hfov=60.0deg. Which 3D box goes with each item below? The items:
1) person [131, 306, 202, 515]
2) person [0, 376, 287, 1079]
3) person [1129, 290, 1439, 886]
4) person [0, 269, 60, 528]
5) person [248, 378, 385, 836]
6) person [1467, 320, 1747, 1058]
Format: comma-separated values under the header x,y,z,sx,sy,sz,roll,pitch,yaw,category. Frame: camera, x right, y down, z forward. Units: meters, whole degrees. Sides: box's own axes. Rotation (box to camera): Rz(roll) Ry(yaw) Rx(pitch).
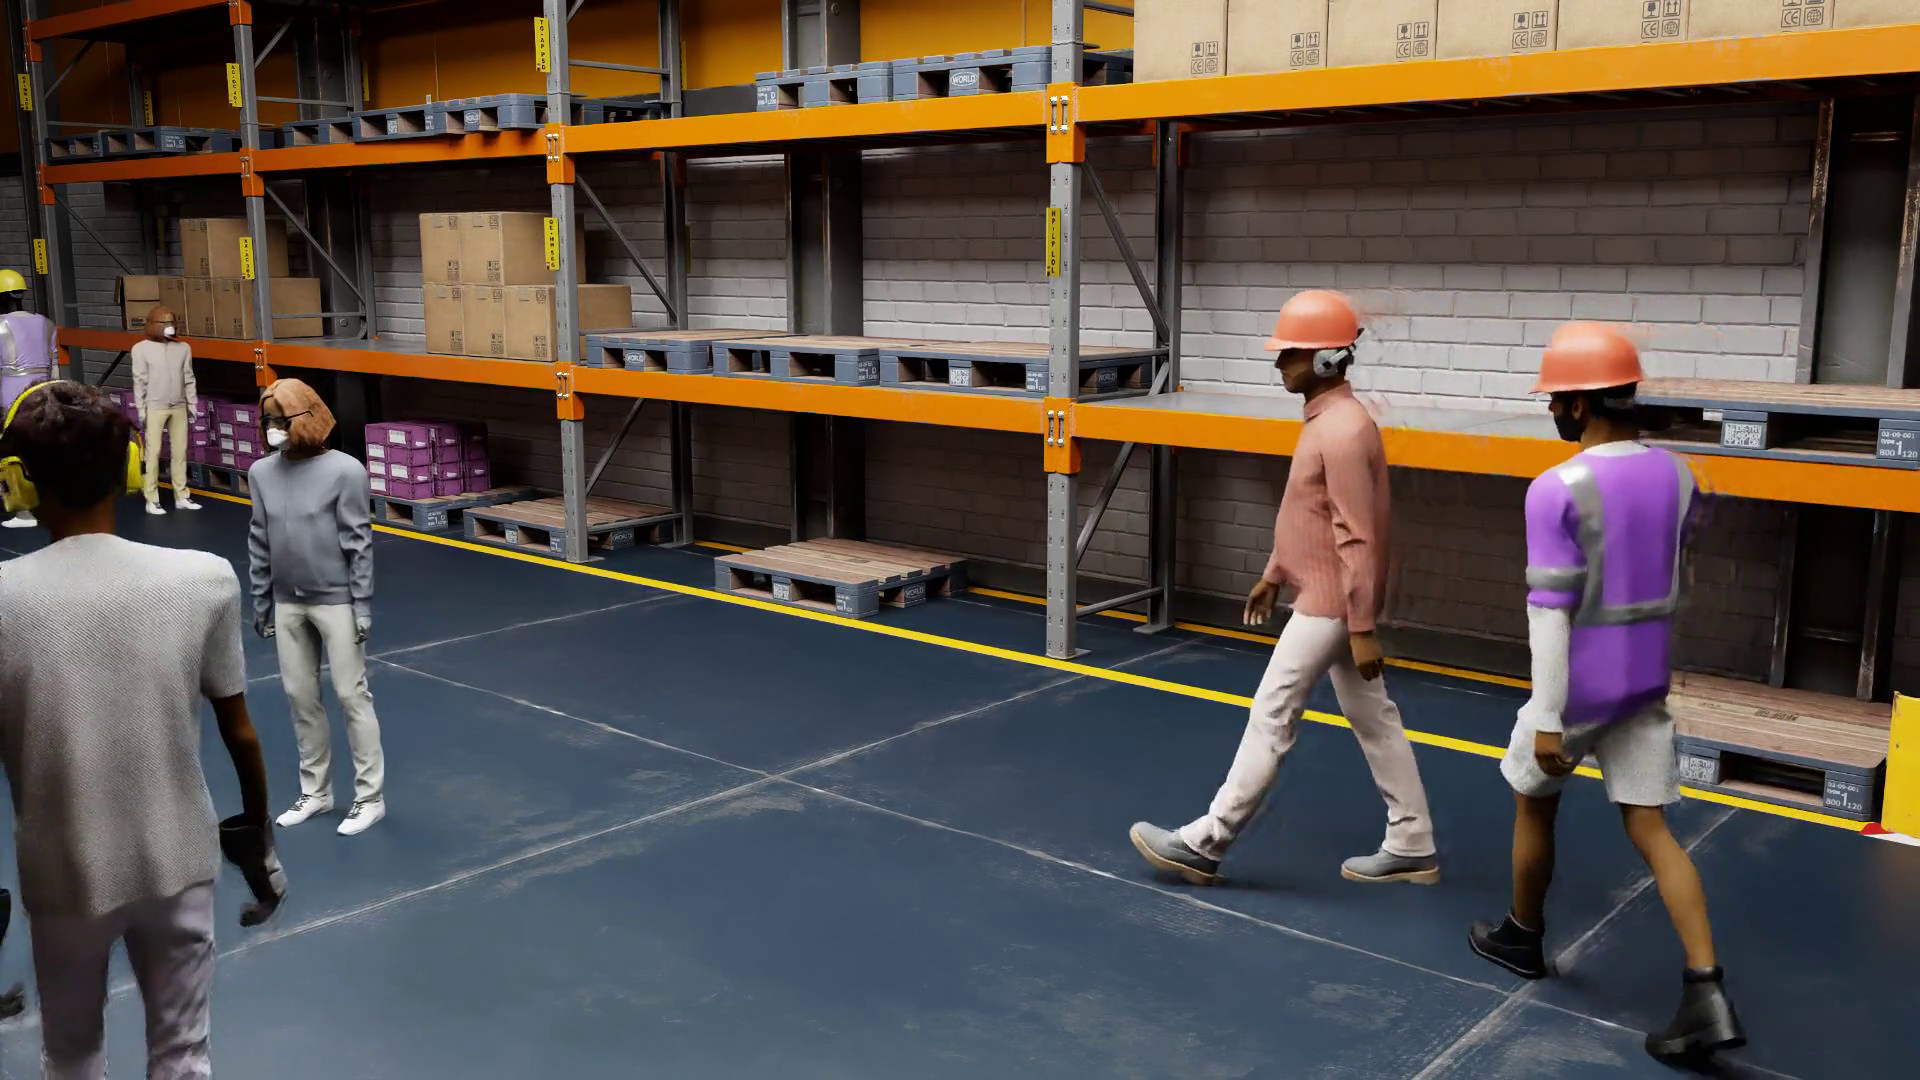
x,y,z,sx,sy,sz,roll,pitch,yaw,category
-6.226,-1.015,13.057,0.283,1.629,0.504,7,12,33,person
-1.530,0.626,3.055,0.575,1.850,0.422,-6,12,-31,person
1.102,0.179,5.345,1.026,1.935,0.618,2,10,12,person
-6.997,-1.048,12.408,0.402,1.919,0.588,4,11,21,person
-2.307,0.236,5.929,0.507,1.623,0.290,3,10,17,person
1.722,0.377,4.365,0.561,1.898,0.968,-4,11,-20,person
